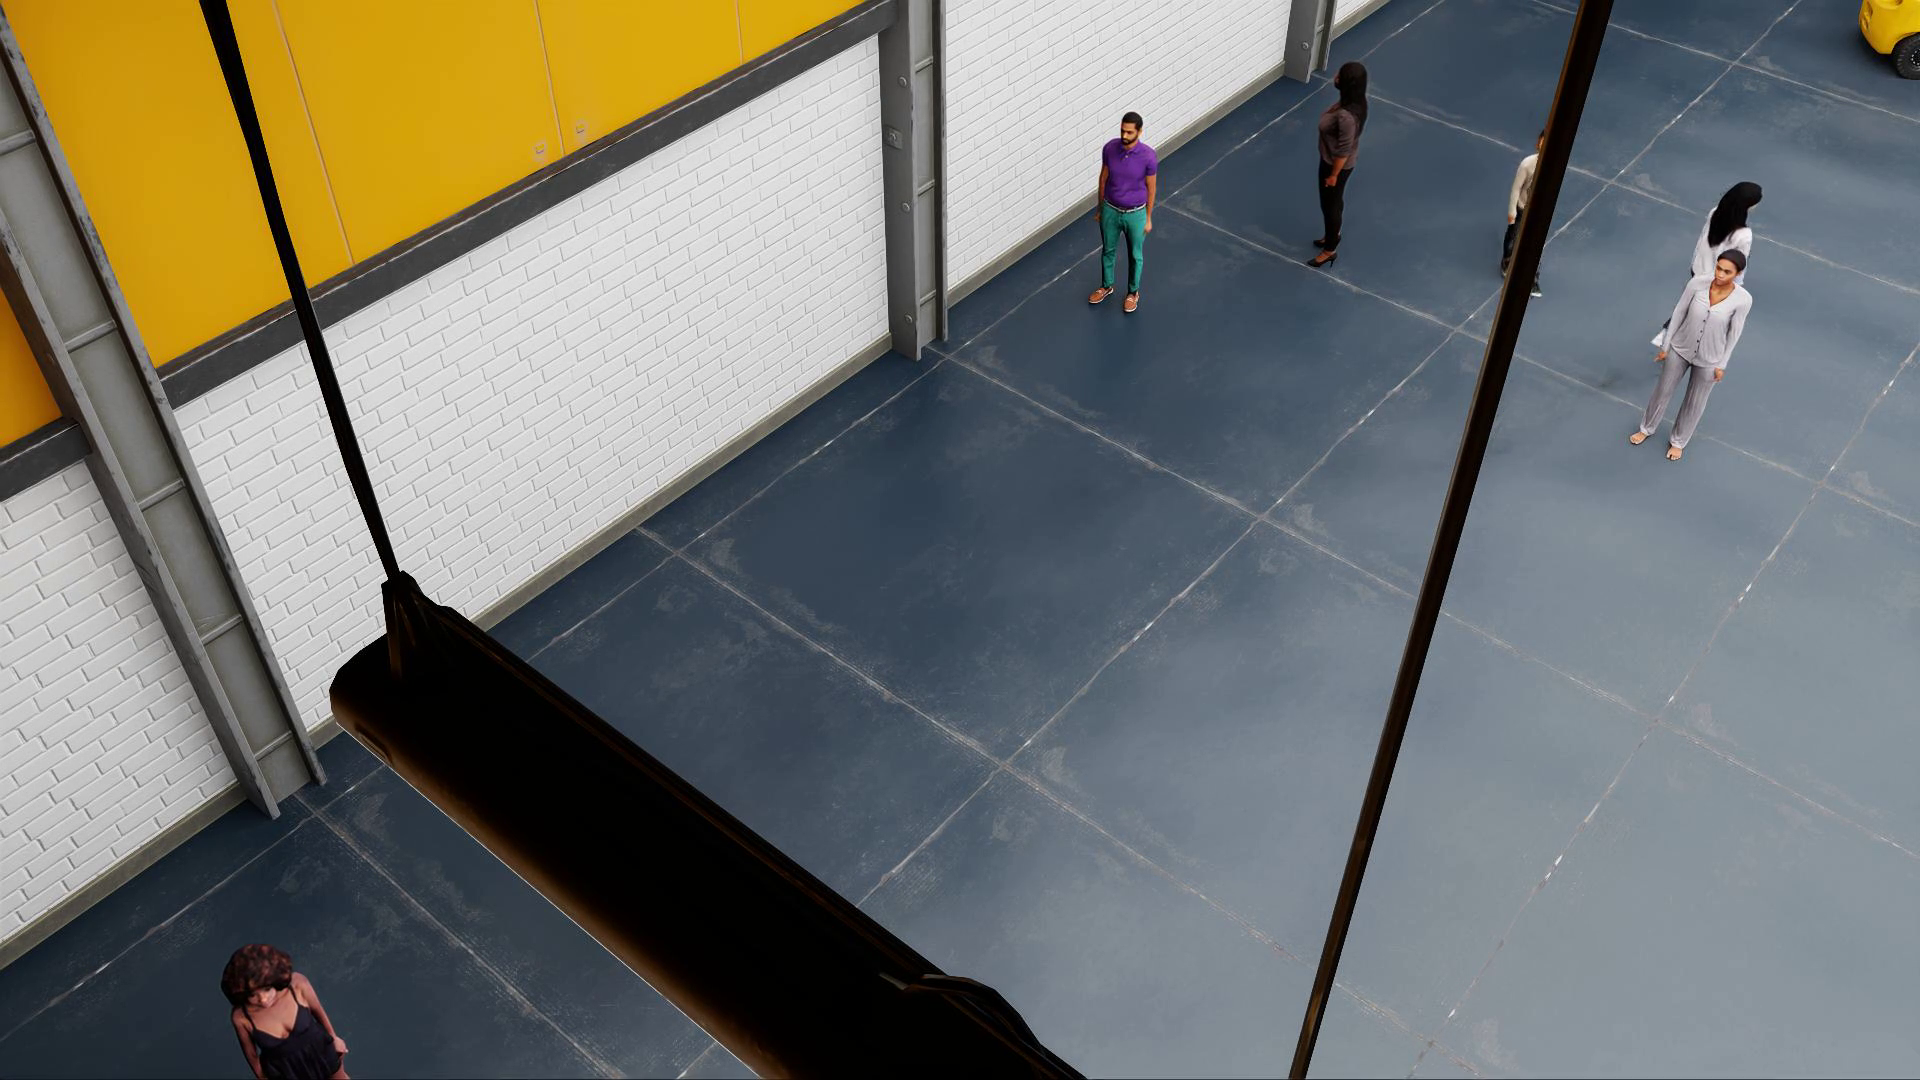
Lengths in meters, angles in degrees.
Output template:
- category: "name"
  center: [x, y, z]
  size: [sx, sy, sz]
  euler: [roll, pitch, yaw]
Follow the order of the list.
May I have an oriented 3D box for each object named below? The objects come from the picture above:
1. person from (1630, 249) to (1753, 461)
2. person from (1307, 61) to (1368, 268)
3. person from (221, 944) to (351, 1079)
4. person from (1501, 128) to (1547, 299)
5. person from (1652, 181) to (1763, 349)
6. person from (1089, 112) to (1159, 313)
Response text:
- category: "person"
  center: [5.392, -1.383, 12.168]
  size: [0.646, 1.737, 0.544]
  euler: [27, 50, 25]
- category: "person"
  center: [3.176, -3.148, 13.945]
  size: [0.796, 1.840, 0.662]
  euler: [13, 45, 13]
- category: "person"
  center: [-3.196, 2.506, 8.048]
  size: [0.527, 1.788, 0.667]
  euler: [-30, 51, -28]
- category: "person"
  center: [4.754, -2.821, 13.889]
  size: [0.868, 1.444, 0.977]
  euler: [1, 44, 1]
- category: "person"
  center: [5.743, -2.016, 12.871]
  size: [0.819, 1.684, 0.768]
  euler: [-15, 46, -15]
- category: "person"
  center: [1.343, -2.678, 13.505]
  size: [0.695, 1.768, 0.649]
  euler: [17, 46, 17]
